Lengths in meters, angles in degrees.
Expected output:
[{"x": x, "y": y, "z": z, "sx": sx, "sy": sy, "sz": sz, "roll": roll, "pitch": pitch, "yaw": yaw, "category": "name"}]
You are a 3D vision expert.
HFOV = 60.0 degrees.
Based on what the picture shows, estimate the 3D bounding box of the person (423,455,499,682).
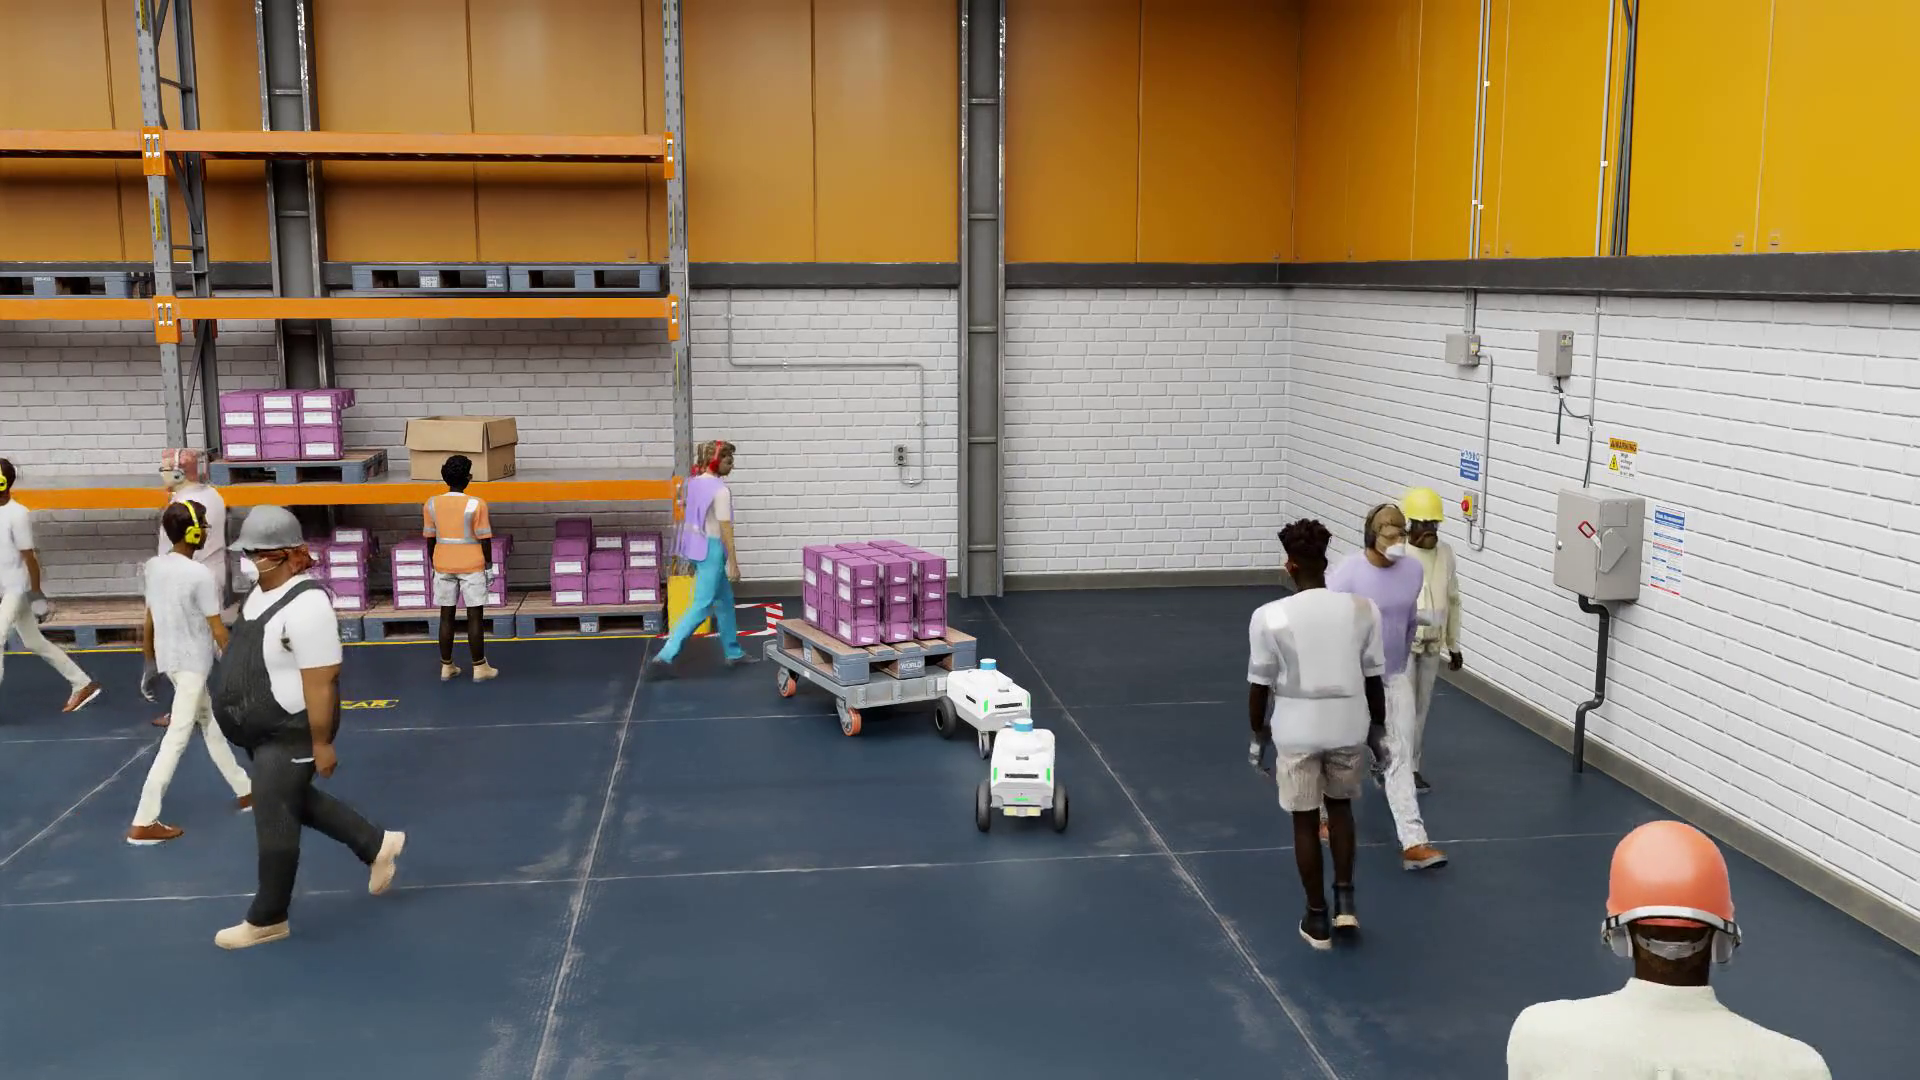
[{"x": -3.705, "y": 0.213, "z": 12.359, "sx": 0.541, "sy": 1.696, "sz": 0.315, "roll": 2, "pitch": 9, "yaw": 12, "category": "person"}]

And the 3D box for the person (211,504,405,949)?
[{"x": -3.019, "y": 0.798, "z": 7.643, "sx": 0.843, "sy": 2.000, "sz": 0.687, "roll": -6, "pitch": 11, "yaw": -35, "category": "person"}]

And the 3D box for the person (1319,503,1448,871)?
[{"x": 2.118, "y": 0.742, "z": 8.543, "sx": 0.657, "sy": 1.861, "sz": 1.080, "roll": -4, "pitch": 10, "yaw": -24, "category": "person"}]

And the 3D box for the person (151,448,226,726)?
[{"x": -5.050, "y": 0.315, "z": 11.123, "sx": 0.709, "sy": 1.887, "sz": 0.652, "roll": 0, "pitch": 9, "yaw": -1, "category": "person"}]

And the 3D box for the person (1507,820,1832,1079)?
[{"x": 1.349, "y": 1.539, "z": 3.233, "sx": 0.615, "sy": 1.971, "sz": 0.704, "roll": 4, "pitch": 10, "yaw": 23, "category": "person"}]

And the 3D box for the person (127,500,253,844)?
[{"x": -4.148, "y": 0.689, "z": 9.028, "sx": 0.555, "sy": 1.819, "sz": 0.998, "roll": 6, "pitch": 11, "yaw": 31, "category": "person"}]

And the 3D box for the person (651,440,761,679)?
[{"x": -1.932, "y": 0.143, "z": 12.523, "sx": 0.920, "sy": 1.803, "sz": 0.571, "roll": -5, "pitch": 10, "yaw": -29, "category": "person"}]

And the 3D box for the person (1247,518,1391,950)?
[{"x": 1.602, "y": 0.872, "z": 7.498, "sx": 0.642, "sy": 1.939, "sz": 0.461, "roll": -1, "pitch": 9, "yaw": -3, "category": "person"}]

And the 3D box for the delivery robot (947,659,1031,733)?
[{"x": 0.181, "y": 1.007, "z": 10.666, "sx": 0.477, "sy": 0.478, "sz": 0.707, "roll": -3, "pitch": 10, "yaw": -20, "category": "delivery robot"}]

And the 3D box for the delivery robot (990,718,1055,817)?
[{"x": 0.354, "y": 1.236, "z": 9.238, "sx": 0.477, "sy": 0.478, "sz": 0.707, "roll": 1, "pitch": 9, "yaw": 4, "category": "delivery robot"}]

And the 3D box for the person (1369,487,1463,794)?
[{"x": 2.626, "y": 0.588, "z": 9.637, "sx": 0.609, "sy": 1.812, "sz": 0.428, "roll": -4, "pitch": 10, "yaw": -23, "category": "person"}]

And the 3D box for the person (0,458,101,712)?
[{"x": -6.344, "y": 0.337, "z": 11.201, "sx": 0.978, "sy": 1.830, "sz": 0.517, "roll": -9, "pitch": 12, "yaw": -43, "category": "person"}]
